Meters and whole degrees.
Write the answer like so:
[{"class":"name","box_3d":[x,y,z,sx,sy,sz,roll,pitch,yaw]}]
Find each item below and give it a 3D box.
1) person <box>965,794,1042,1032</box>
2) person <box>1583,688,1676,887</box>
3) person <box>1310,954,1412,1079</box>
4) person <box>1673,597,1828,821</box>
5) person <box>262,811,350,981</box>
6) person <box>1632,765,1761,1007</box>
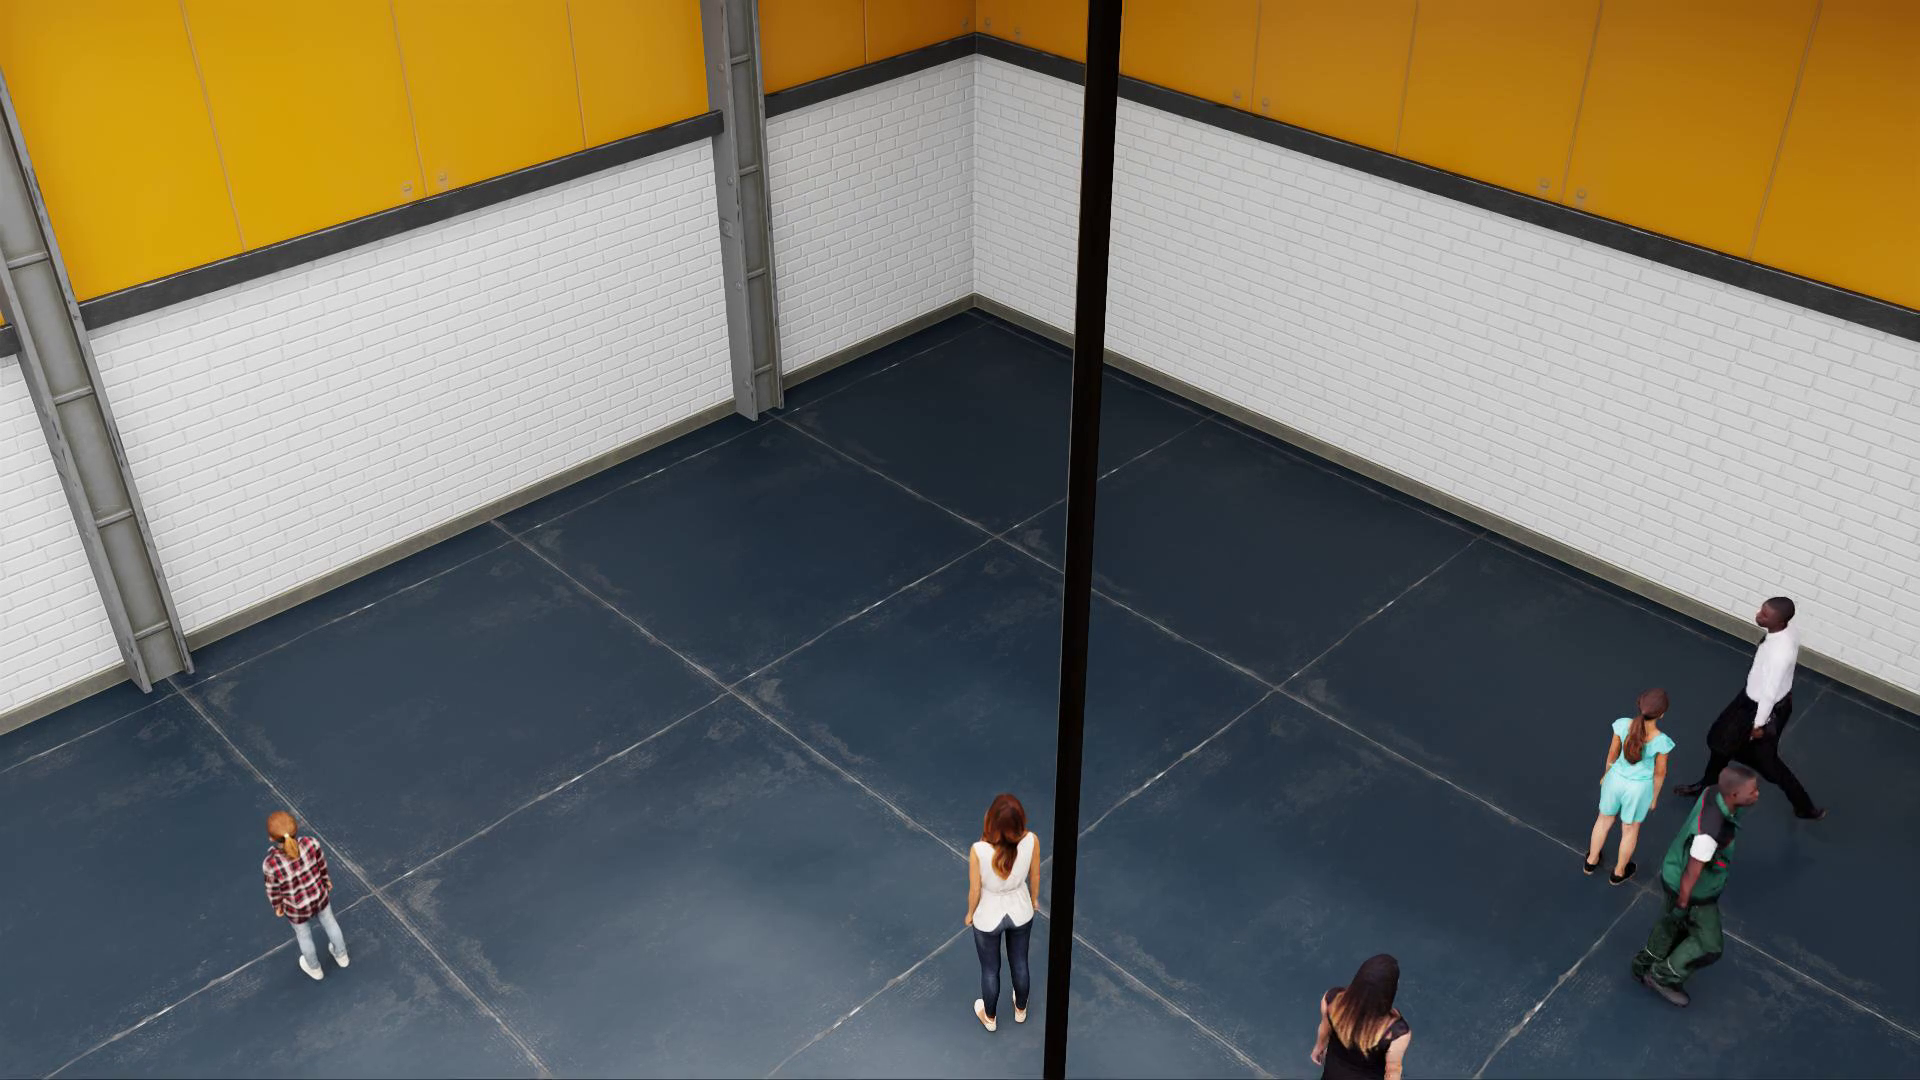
[{"class":"person","box_3d":[0.256,2.176,9.670,0.628,1.785,0.737,-8,34,-12]},{"class":"person","box_3d":[4.340,1.580,10.773,0.562,1.558,0.559,25,41,32]},{"class":"person","box_3d":[2.038,2.863,8.720,0.704,1.695,1.002,25,41,32]},{"class":"person","box_3d":[5.495,1.183,11.168,1.027,1.783,1.212,16,37,23]},{"class":"person","box_3d":[-3.996,2.158,10.131,0.463,1.307,0.593,-26,42,-34]},{"class":"person","box_3d":[4.275,2.013,9.883,0.857,1.823,0.741,14,36,20]}]
